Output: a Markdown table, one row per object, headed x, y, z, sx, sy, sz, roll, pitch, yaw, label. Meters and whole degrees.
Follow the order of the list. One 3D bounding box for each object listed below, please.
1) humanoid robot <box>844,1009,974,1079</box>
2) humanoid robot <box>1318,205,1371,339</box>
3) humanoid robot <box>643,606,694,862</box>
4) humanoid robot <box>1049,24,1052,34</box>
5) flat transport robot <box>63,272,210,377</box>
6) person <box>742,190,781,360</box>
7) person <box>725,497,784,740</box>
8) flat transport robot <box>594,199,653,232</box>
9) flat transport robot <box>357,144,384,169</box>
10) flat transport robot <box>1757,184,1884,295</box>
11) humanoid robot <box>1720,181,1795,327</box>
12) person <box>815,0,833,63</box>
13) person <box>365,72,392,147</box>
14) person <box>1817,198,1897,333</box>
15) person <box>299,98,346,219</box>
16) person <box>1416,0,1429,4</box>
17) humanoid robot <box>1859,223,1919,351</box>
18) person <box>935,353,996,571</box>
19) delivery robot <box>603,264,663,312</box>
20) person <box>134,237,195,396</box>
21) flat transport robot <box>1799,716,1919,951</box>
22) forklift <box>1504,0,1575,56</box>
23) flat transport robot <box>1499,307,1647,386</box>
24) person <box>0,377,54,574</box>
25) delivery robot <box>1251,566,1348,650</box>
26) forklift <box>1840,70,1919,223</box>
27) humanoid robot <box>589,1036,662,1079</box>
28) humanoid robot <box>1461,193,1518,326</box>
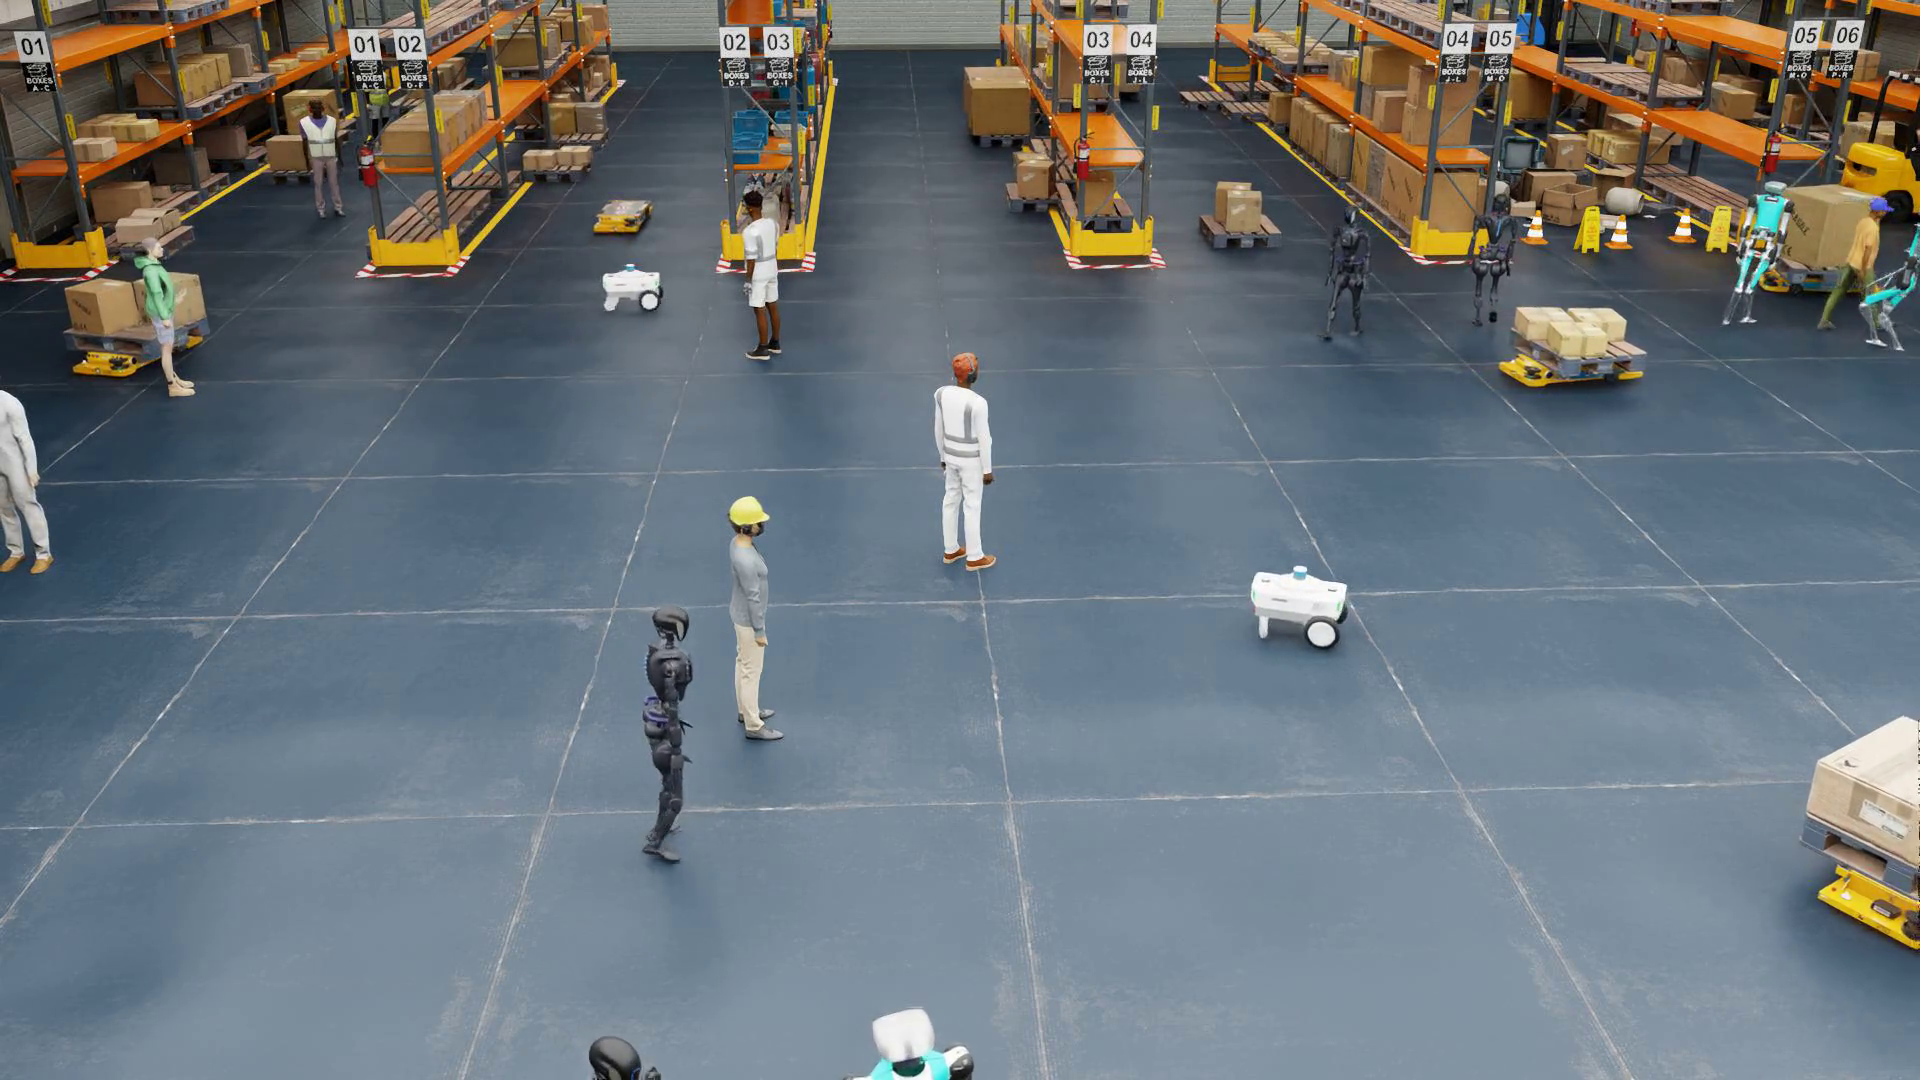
| x | y | z | sx | sy | sz | roll | pitch | yaw | label |
| --- | --- | --- | --- | --- | --- | --- | --- | --- | --- |
| -0.273 | 2.563 | 6.930 | 0.555 | 1.738 | 1.044 | -9 | 26 | -19 | humanoid robot |
| 4.679 | -3.203 | 19.992 | 0.601 | 1.628 | 0.771 | 20 | 31 | 37 | humanoid robot |
| -1.791 | 1.167 | 10.133 | 0.377 | 1.643 | 0.588 | -5 | 25 | -12 | humanoid robot |
| 2.586 | -12.765 | 41.420 | 0.560 | 1.808 | 0.912 | -20 | 31 | -38 | humanoid robot |
| -9.613 | -2.226 | 19.473 | 0.659 | 0.231 | 1.431 | 6 | 25 | 12 | flat transport robot |
| -2.314 | -3.072 | 19.299 | 0.371 | 1.959 | 0.600 | 12 | 27 | 26 | person |
| -1.427 | 0.531 | 11.436 | 0.303 | 1.770 | 0.524 | -7 | 25 | -15 | person |
| -5.207 | -5.021 | 25.755 | 0.659 | 0.231 | 1.431 | 0 | 24 | 0 | flat transport robot |
| -10.331 | -6.897 | 29.971 | 0.659 | 0.231 | 1.431 | -1 | 24 | -2 | flat transport robot |
| 11.457 | -3.472 | 22.275 | 1.431 | 0.231 | 0.659 | 4 | 24 | 8 | flat transport robot |
| 9.783 | -3.464 | 20.461 | 0.588 | 1.783 | 0.818 | 14 | 27 | 28 | humanoid robot |
| -3.642 | -12.701 | 41.216 | 0.842 | 1.730 | 0.525 | -8 | 25 | -17 | person |
| -10.832 | -8.144 | 31.011 | 0.315 | 1.696 | 0.540 | 17 | 29 | 33 | person |
| 11.028 | -3.324 | 20.216 | 0.891 | 1.670 | 0.474 | 0 | 24 | 1 | person |
| -9.926 | -5.954 | 25.913 | 0.568 | 1.842 | 0.373 | -15 | 28 | -30 | person |
| 11.698 | -13.054 | 41.923 | 0.395 | 1.800 | 0.589 | -19 | 30 | -36 | person |
| 11.002 | -3.071 | 19.608 | 0.793 | 1.798 | 0.550 | 18 | 30 | 35 | humanoid robot |
| 0.044 | -0.658 | 13.969 | 0.573 | 1.882 | 0.355 | 20 | 31 | 38 | person |
| -4.191 | -3.243 | 21.429 | 0.789 | 0.612 | 0.499 | -2 | 24 | -4 | delivery robot |
| -8.686 | -2.435 | 18.132 | 0.347 | 1.742 | 0.469 | -9 | 26 | -20 | person |
| 5.860 | 2.011 | 9.955 | 1.431 | 0.231 | 0.659 | -15 | 28 | -31 | flat transport robot |
| 14.700 | -13.805 | 42.301 | 1.873 | 2.768 | 1.129 | -1 | 24 | -2 | forklift |
| 6.949 | -1.968 | 18.895 | 1.431 | 0.231 | 0.659 | -5 | 25 | -12 | flat transport robot |
| -7.980 | -0.622 | 13.885 | 0.569 | 1.889 | 0.389 | 3 | 24 | 6 | person |
| 2.661 | 0.496 | 12.997 | 0.759 | 0.587 | 0.506 | 8 | 25 | 18 | delivery robot |
| 15.132 | -6.143 | 25.915 | 2.313 | 2.155 | 1.214 | -1 | 24 | -2 | forklift |
| -1.332 | 2.678 | 6.715 | 0.326 | 1.647 | 0.590 | 10 | 26 | 21 | humanoid robot |
| 6.513 | -3.440 | 20.470 | 0.600 | 1.654 | 0.412 | 1 | 24 | 2 | humanoid robot |
